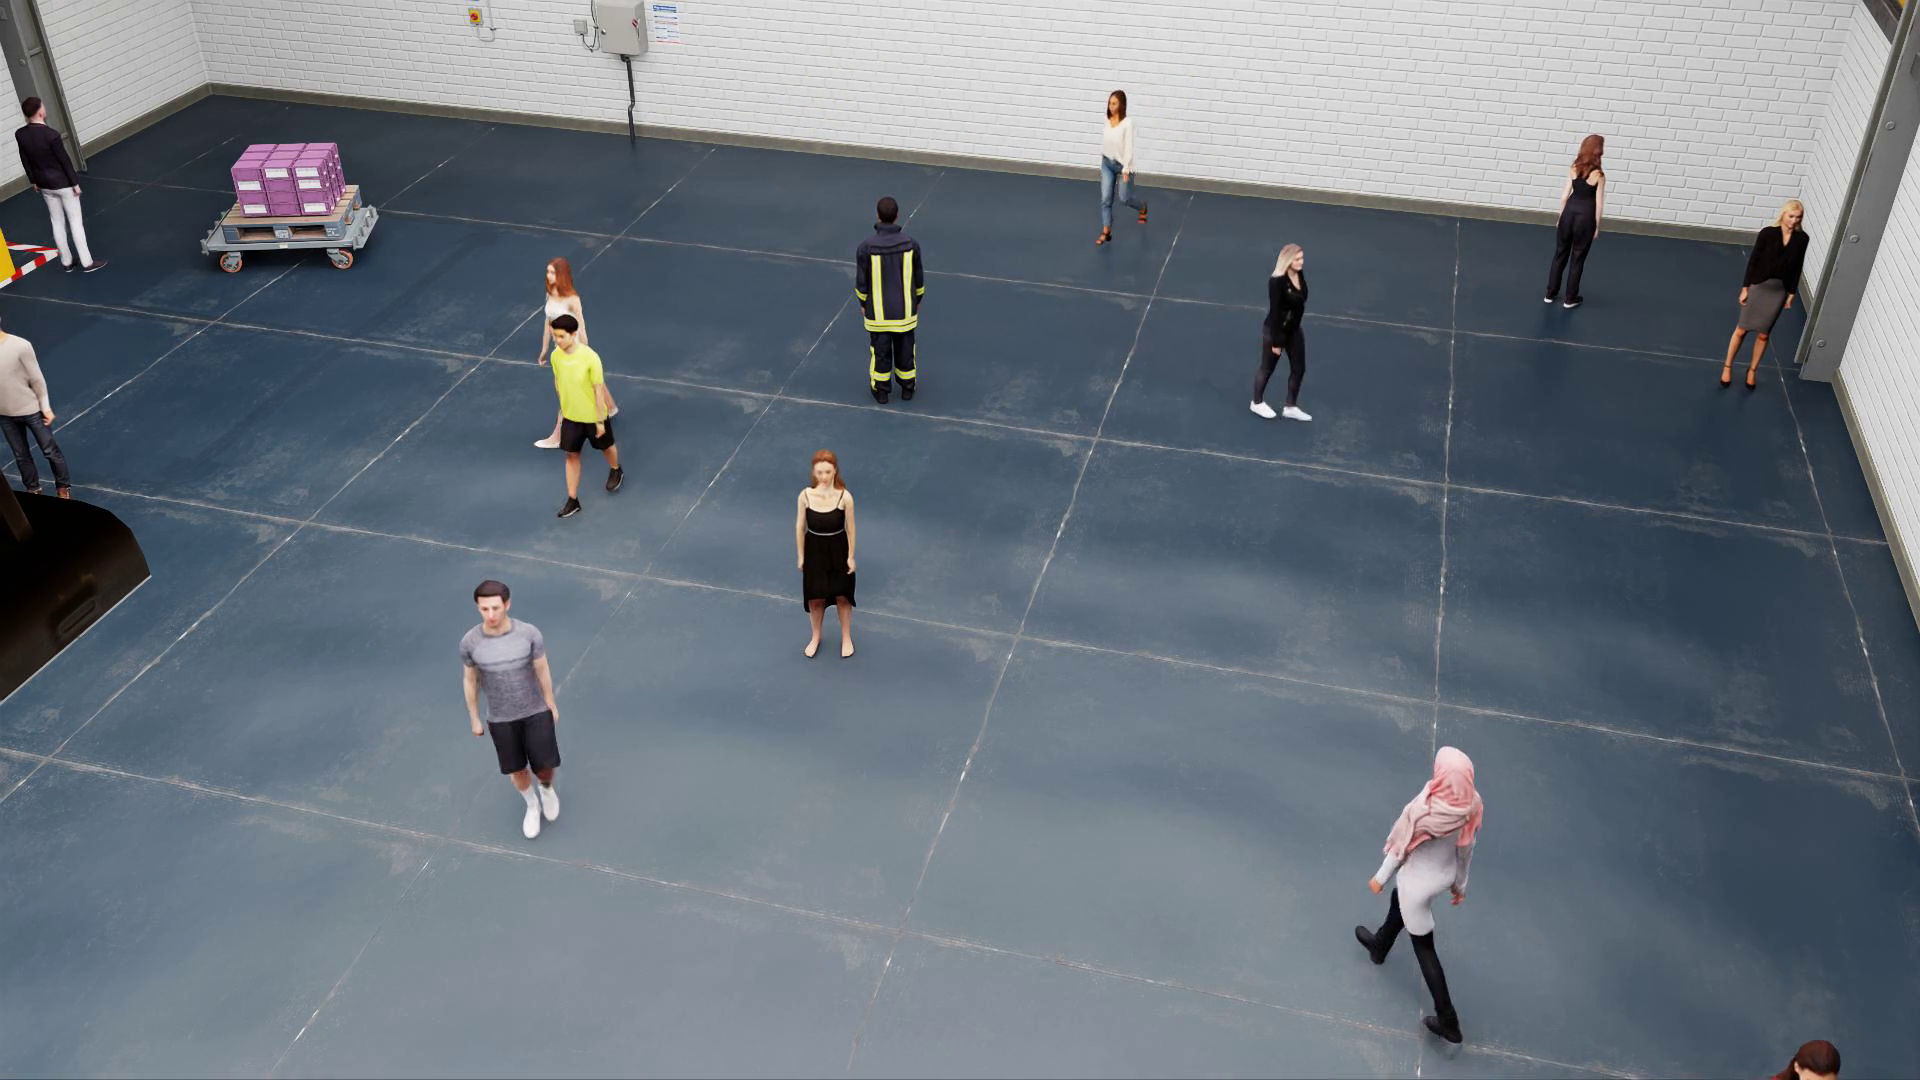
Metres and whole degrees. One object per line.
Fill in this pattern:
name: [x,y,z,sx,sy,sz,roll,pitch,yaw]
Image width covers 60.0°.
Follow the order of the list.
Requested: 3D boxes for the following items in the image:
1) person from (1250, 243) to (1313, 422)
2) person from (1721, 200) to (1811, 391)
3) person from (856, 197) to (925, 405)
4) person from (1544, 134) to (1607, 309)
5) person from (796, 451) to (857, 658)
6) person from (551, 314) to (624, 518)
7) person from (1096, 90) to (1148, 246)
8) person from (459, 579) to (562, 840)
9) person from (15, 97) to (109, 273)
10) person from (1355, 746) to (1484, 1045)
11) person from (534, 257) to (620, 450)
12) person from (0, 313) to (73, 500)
person: [2.735,-1.833,14.566,0.902,1.666,0.879,28,42,35]
person: [7.244,-2.201,14.965,0.599,1.839,0.535,8,34,11]
person: [-0.615,-2.123,14.767,0.882,1.928,0.860,-7,34,-10]
person: [6.120,-3.163,16.498,0.660,1.743,0.660,26,42,33]
person: [-0.927,0.094,11.705,0.614,1.625,0.637,1,34,2]
person: [-2.988,-1.067,13.413,0.625,1.667,1.052,9,35,13]
person: [1.762,-4.013,17.855,1.067,1.658,0.921,-27,42,-35]
person: [-2.698,0.982,10.154,0.805,1.862,0.844,-5,34,-8]
person: [-9.337,-3.661,17.158,0.682,1.842,0.556,5,34,7]
person: [2.523,1.903,8.860,1.131,1.761,1.238,-15,36,-21]
person: [-3.273,-1.654,14.303,1.213,1.660,0.959,-29,43,-36]
person: [-7.464,-1.048,13.204,0.727,1.868,0.695,-3,34,-4]
